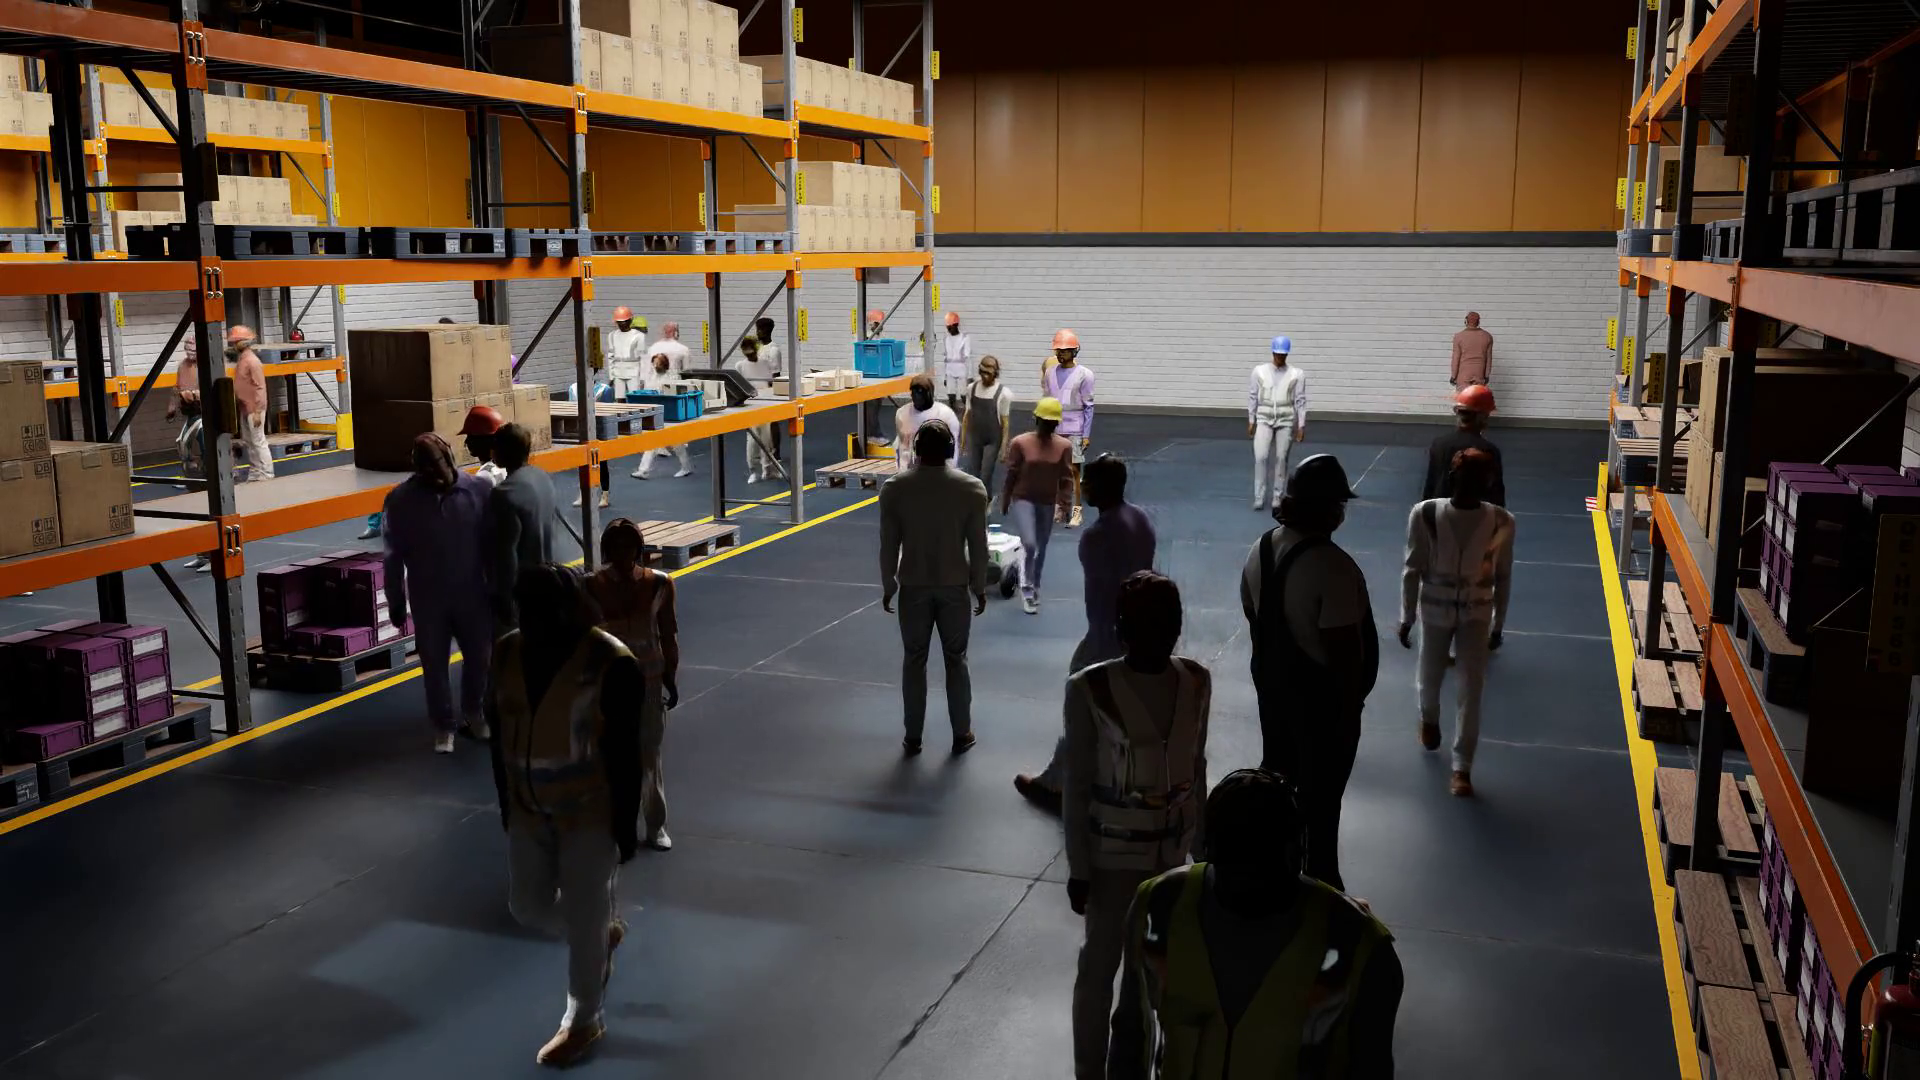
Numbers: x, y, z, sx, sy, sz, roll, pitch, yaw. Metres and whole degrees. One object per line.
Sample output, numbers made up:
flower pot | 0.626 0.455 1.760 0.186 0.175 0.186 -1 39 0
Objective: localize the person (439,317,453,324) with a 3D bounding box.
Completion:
person | -7.280 -2.236 23.808 0.591 1.902 0.726 -9 13 -41

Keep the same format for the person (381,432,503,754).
person | -2.959 0.307 9.554 0.675 1.878 0.424 -4 11 -23

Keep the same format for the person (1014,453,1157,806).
person | 0.778 0.497 8.485 1.008 1.882 0.638 8 13 37

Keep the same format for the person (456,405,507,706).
person | -2.924 0.129 10.383 0.354 1.939 0.544 0 10 -1

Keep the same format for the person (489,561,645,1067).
person | -1.400 0.952 6.062 0.640 1.826 0.559 4 11 22

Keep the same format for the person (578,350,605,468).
person | -4.758 -1.646 21.301 0.459 1.606 0.535 -4 11 -19

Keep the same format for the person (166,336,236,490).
person | -9.218 -1.555 20.149 0.739 1.845 0.984 6 12 32

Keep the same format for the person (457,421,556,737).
person | -2.535 0.246 9.815 0.913 1.911 0.642 2 10 13

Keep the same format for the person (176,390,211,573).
person | -6.828 -0.532 14.941 0.311 1.642 0.514 -9 13 -40

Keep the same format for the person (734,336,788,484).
person | -2.456 -1.602 20.449 0.668 1.829 0.445 -6 12 -31

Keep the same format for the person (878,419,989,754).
person | -0.149 0.271 9.579 0.632 1.938 0.359 0 10 2

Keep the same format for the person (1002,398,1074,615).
person | 0.639 -0.285 13.306 0.537 1.719 0.757 -3 10 -15

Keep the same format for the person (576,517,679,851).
person | -1.605 0.700 8.006 0.514 1.641 0.308 -4 11 -19

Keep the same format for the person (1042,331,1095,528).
person | 1.093 -1.144 17.254 0.604 2.044 0.375 7 12 36

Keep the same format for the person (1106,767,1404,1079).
person | 0.607 1.383 3.596 0.626 1.844 0.429 4 11 22

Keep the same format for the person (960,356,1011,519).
person | 0.296 -1.008 17.162 0.565 1.812 0.589 5 11 25

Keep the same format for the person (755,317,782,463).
person | -2.596 -2.012 22.360 0.367 1.967 0.606 -6 11 -28

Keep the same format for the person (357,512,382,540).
person | -5.730 -0.948 16.821 0.567 1.814 0.925 5 11 25

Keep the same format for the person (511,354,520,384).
person | -5.695 -1.680 20.566 0.542 1.939 0.361 5 11 26

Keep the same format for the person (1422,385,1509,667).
person | 3.605 -0.095 11.560 0.943 1.956 0.652 -4 11 -23

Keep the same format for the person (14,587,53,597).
person | -7.889 -0.351 13.944 0.285 1.633 0.497 1 10 3

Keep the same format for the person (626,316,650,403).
person | -5.382 -2.833 27.583 0.686 1.748 0.523 -3 10 -15

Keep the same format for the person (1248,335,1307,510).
person | 3.477 -1.272 18.277 0.644 1.927 0.706 3 10 14

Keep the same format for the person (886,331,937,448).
person | -0.533 -1.848 21.822 0.836 1.833 0.546 2 10 10

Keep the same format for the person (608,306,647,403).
person | -4.900 -2.410 24.421 0.609 2.031 0.409 4 11 19

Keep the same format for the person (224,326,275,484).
person | -8.474 -1.557 19.823 0.494 1.974 0.765 -9 13 -41

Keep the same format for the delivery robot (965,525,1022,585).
delivery robot | 0.292 0.113 14.103 0.477 0.478 0.707 4 11 21

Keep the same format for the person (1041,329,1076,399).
person | 1.219 -1.552 19.881 0.382 1.928 0.543 -9 13 -41

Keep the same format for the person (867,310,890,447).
person | -1.194 -2.354 24.282 0.580 1.991 0.641 9 14 42

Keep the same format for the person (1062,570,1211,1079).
person | 0.591 1.030 5.465 0.572 1.883 0.354 -6 12 -29

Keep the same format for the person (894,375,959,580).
person | -0.328 -0.548 14.605 0.652 1.789 0.947 5 11 24

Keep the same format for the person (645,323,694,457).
person | -4.033 -2.097 23.201 0.672 1.851 1.011 5 11 24

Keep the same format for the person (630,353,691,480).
person | -3.700 -1.536 20.728 0.532 1.583 0.892 9 13 41

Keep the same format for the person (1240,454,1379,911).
person | 1.559 0.631 7.268 0.538 2.000 0.684 -5 11 -26

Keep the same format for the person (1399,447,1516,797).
person | 2.710 0.398 9.114 0.583 1.855 0.826 3 10 14

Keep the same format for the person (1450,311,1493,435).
person | 7.832 -2.549 25.550 0.641 1.909 0.409 -1 10 -6

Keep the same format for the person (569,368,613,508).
person | -4.120 -1.200 18.545 0.541 1.696 0.315 2 10 11

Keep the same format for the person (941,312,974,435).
person | 0.006 -2.552 25.572 0.590 1.909 0.692 6 12 31
